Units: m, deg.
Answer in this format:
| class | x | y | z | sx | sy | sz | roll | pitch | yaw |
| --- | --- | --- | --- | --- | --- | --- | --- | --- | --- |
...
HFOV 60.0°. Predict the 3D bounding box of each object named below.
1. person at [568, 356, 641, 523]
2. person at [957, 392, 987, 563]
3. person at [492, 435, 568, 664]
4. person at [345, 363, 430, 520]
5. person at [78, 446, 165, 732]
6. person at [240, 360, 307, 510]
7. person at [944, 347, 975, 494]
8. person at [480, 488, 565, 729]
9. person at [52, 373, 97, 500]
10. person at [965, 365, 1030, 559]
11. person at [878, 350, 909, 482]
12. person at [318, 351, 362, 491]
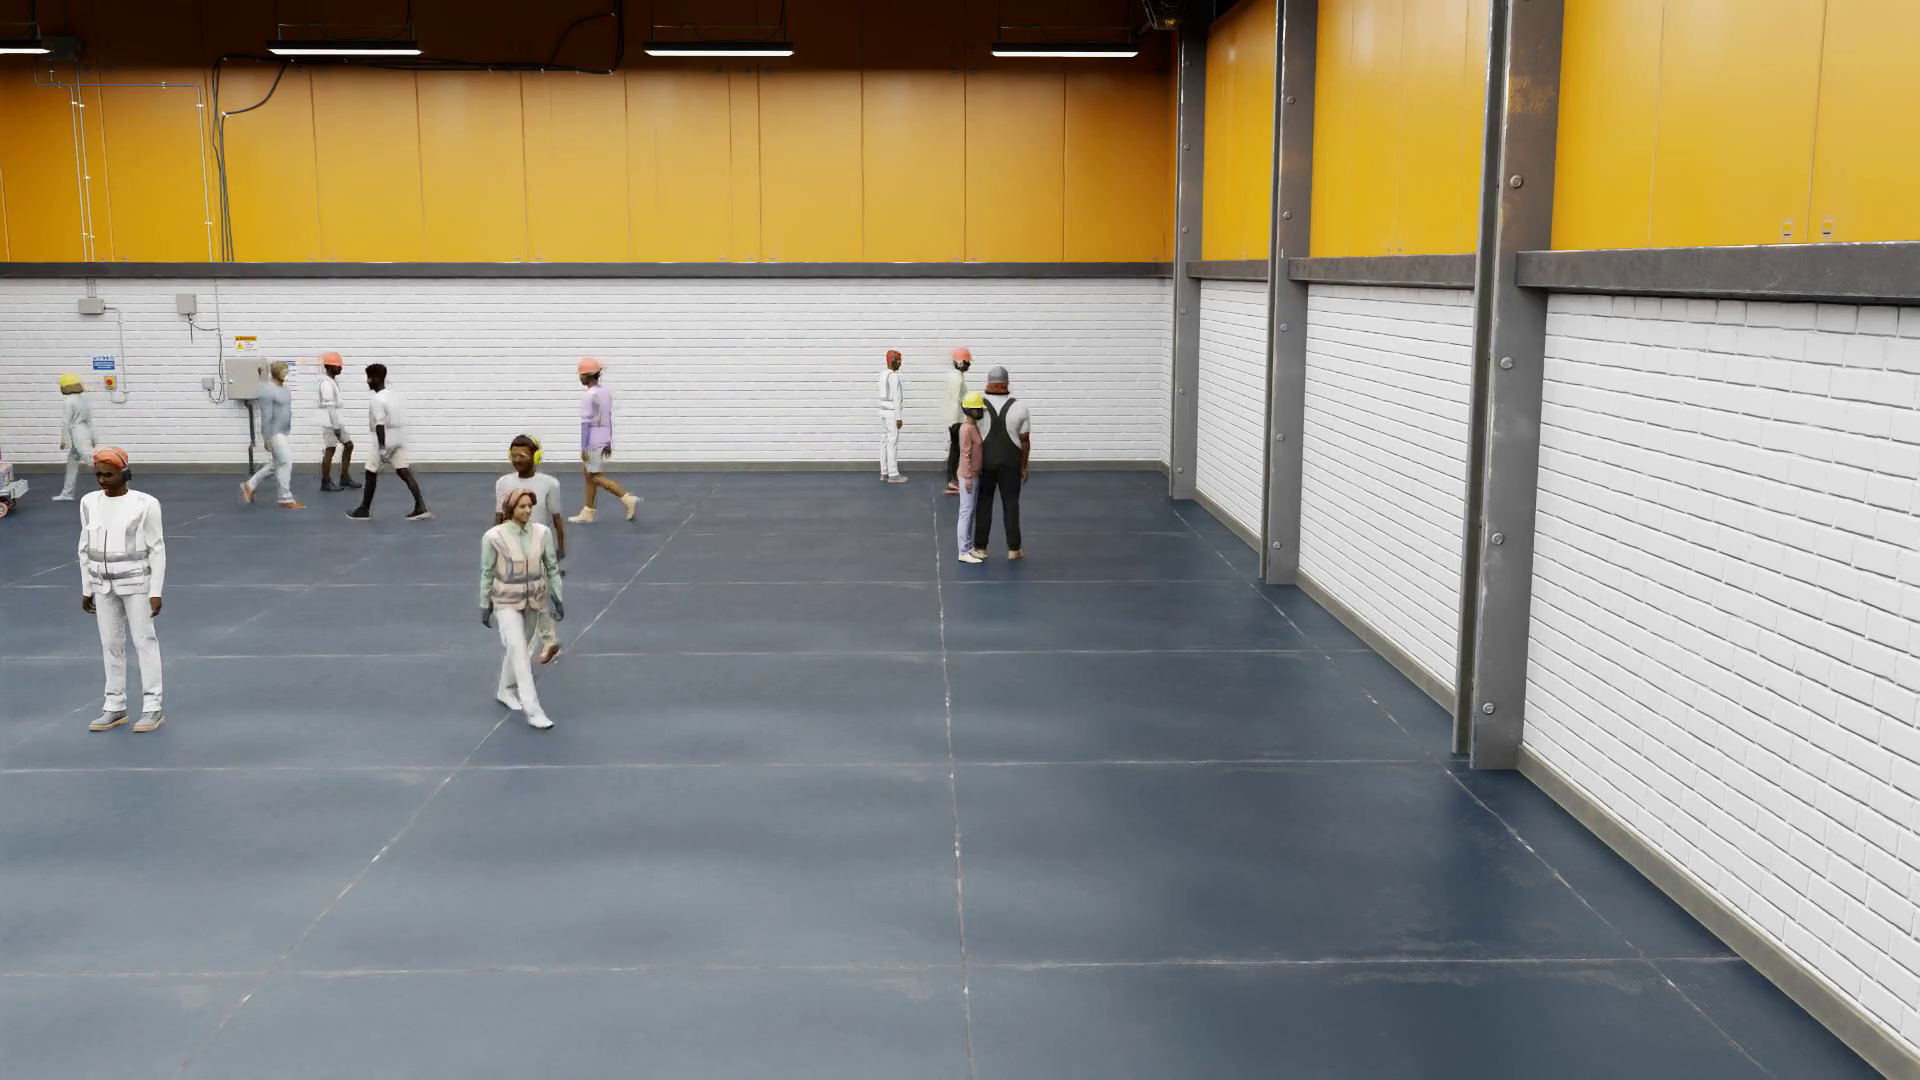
| class | x | y | z | sx | sy | sz | roll | pitch | yaw |
| --- | --- | --- | --- | --- | --- | --- | --- | --- | --- |
| person | -4.234 | -1.164 | 19.686 | 0.879 | 2.015 | 0.610 | 2 | 9 | 10 |
| person | 0.130 | -0.650 | 17.249 | 0.312 | 1.768 | 0.529 | 2 | 9 | 11 |
| person | -3.248 | 0.106 | 12.477 | 0.525 | 1.818 | 1.002 | 2 | 9 | 12 |
| person | -6.908 | -1.174 | 20.031 | 1.025 | 1.914 | 0.606 | 2 | 9 | 11 |
| person | -5.502 | 0.323 | 10.918 | 0.573 | 1.886 | 0.356 | 1 | 9 | 6 |
| person | -8.714 | -1.324 | 20.981 | 0.821 | 1.912 | 0.634 | 0 | 9 | 2 |
| person | 0.018 | -1.595 | 22.359 | 0.496 | 1.979 | 0.629 | -1 | 9 | -3 |
| person | -2.953 | 0.427 | 11.183 | 0.875 | 1.588 | 0.533 | 9 | 13 | 44 |
| person | -11.464 | -1.344 | 21.776 | 0.917 | 1.696 | 0.499 | 0 | 9 | -3 |
| person | 0.387 | -0.819 | 17.447 | 0.682 | 2.000 | 0.536 | 0 | 9 | -1 |
| person | -0.973 | -1.765 | 23.718 | 0.354 | 1.887 | 0.572 | -4 | 10 | -25 |
| person | -8.458 | -1.608 | 22.675 | 0.683 | 1.911 | 0.570 | -2 | 9 | -11 |
